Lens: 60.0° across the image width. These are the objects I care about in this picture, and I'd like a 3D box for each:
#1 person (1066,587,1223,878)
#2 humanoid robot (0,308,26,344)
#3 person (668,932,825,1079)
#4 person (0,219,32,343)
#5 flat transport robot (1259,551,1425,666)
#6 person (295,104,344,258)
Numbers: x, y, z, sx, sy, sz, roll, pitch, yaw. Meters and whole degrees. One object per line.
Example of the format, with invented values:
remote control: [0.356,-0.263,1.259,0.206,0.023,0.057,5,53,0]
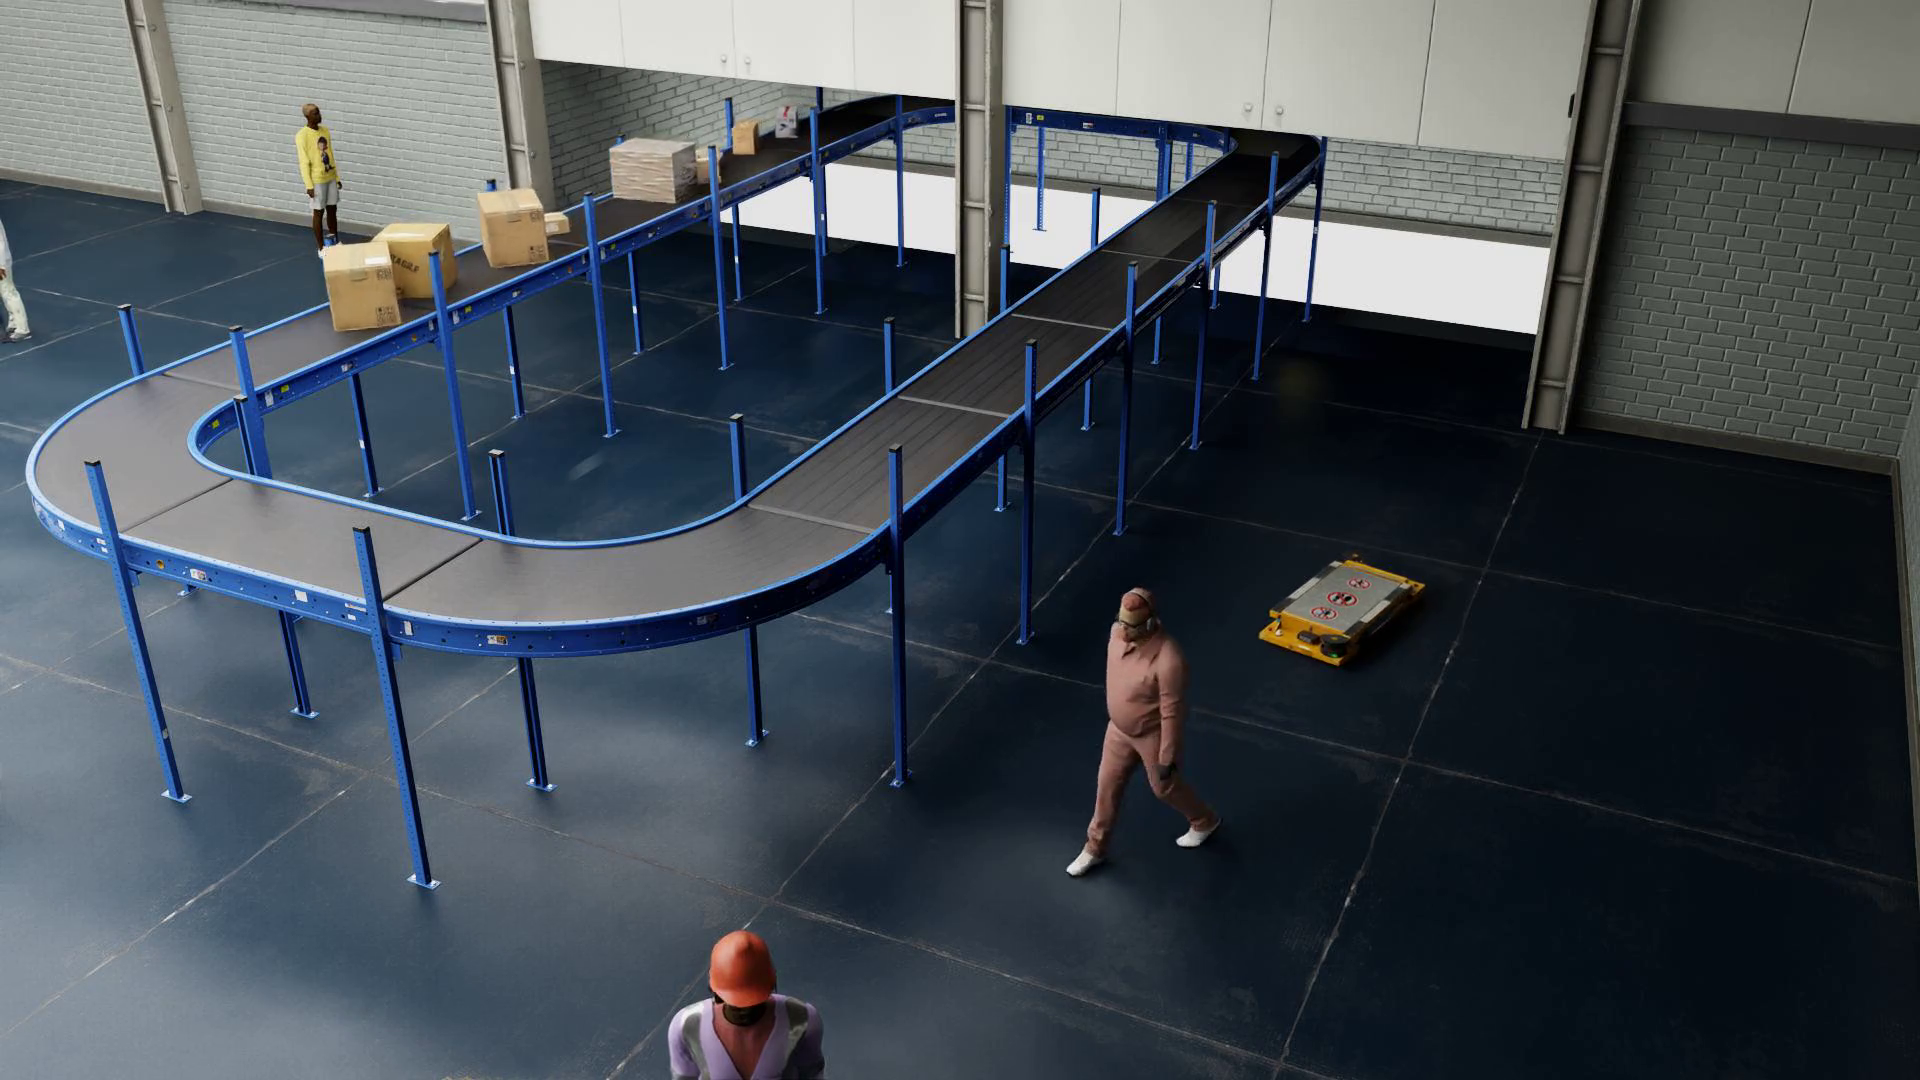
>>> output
person: [1.095,1.063,9.558,0.956,1.860,0.685,-16,30,-29]
humanoid robot: [-10.443,-2.932,17.831,0.604,1.640,0.612,1,26,2]
person: [-0.829,2.402,6.640,0.606,2.048,0.366,-4,27,-8]
person: [-10.357,-2.992,17.837,0.337,1.748,0.561,-19,32,-33]
flat transport robot: [2.884,0.502,12.465,0.659,0.231,1.431,19,32,34]
person: [-7.905,-4.441,20.592,0.372,1.899,0.554,10,28,20]
